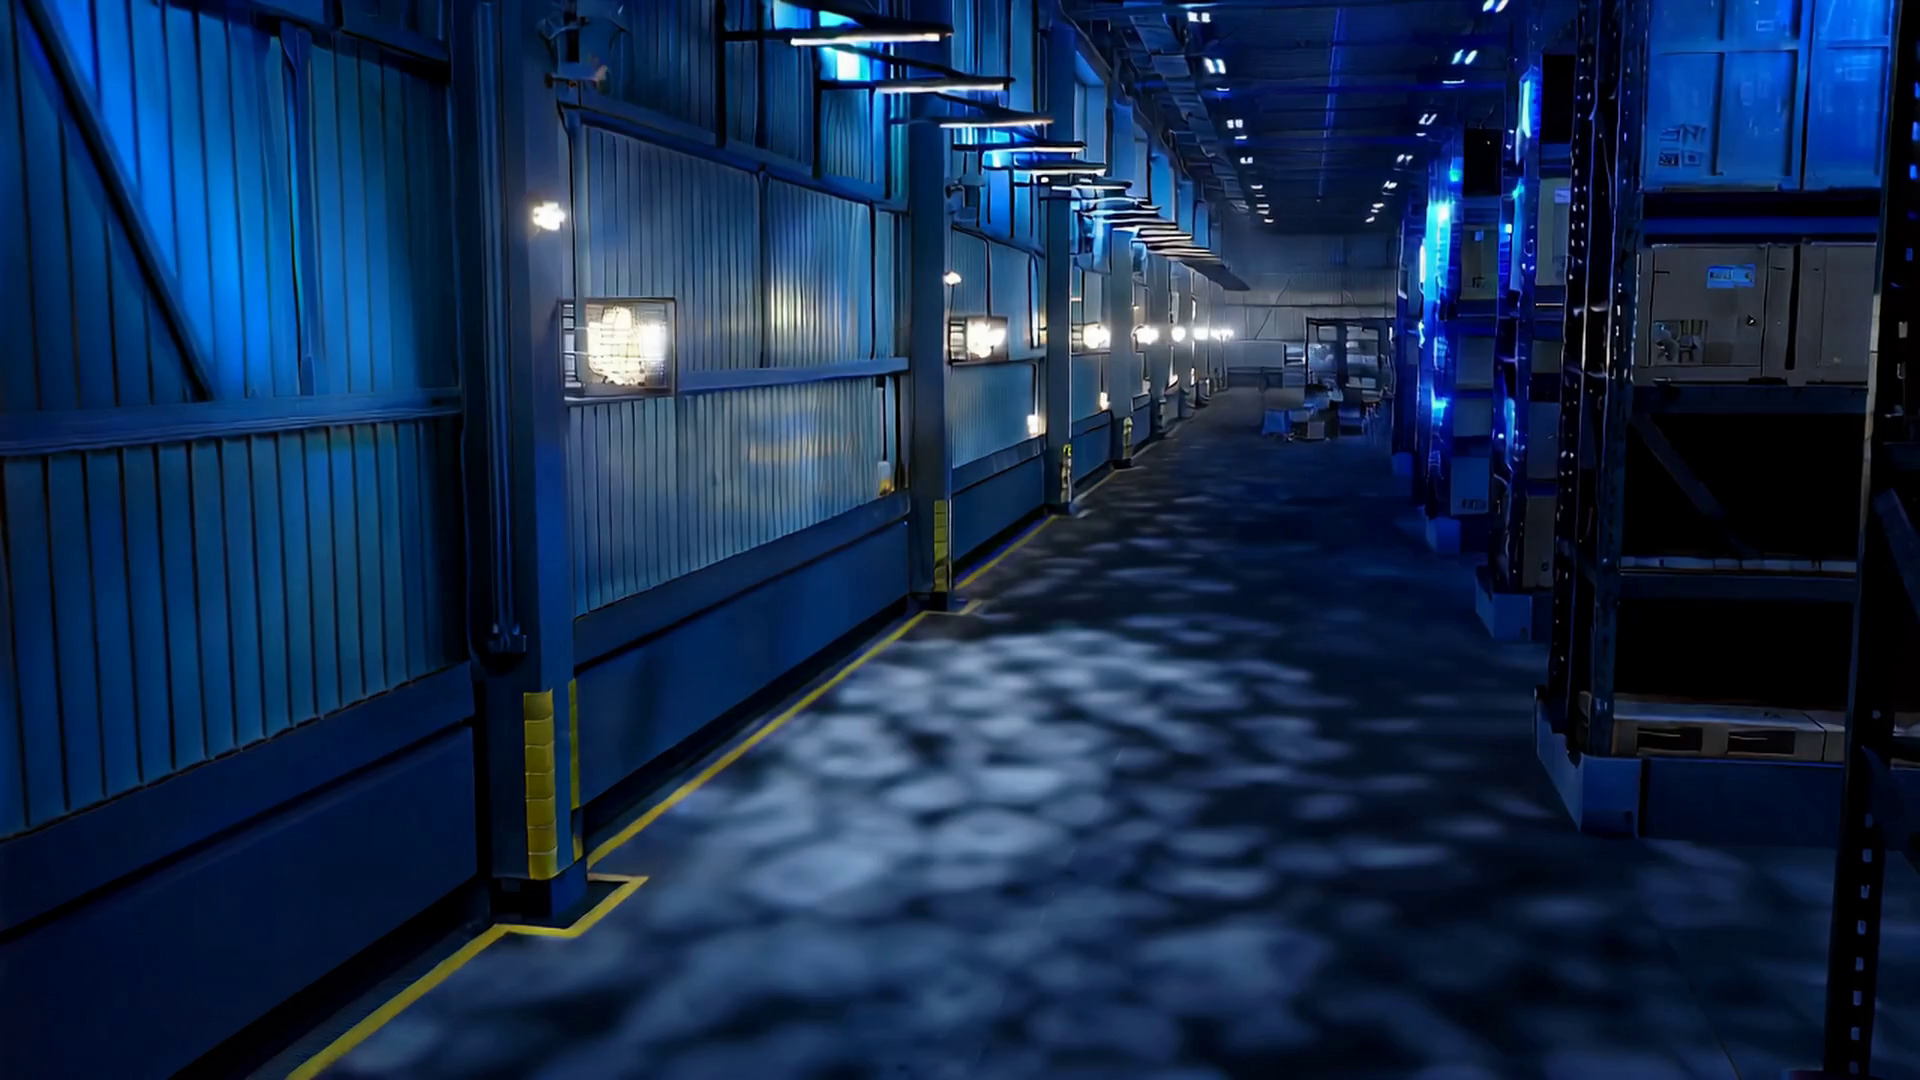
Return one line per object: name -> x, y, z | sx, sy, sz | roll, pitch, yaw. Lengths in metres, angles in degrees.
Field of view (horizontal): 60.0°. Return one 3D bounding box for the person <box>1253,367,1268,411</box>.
person -> 11.802, -5.918, 65.283 | 0.596, 1.735, 0.372 | 2, 7, 17
